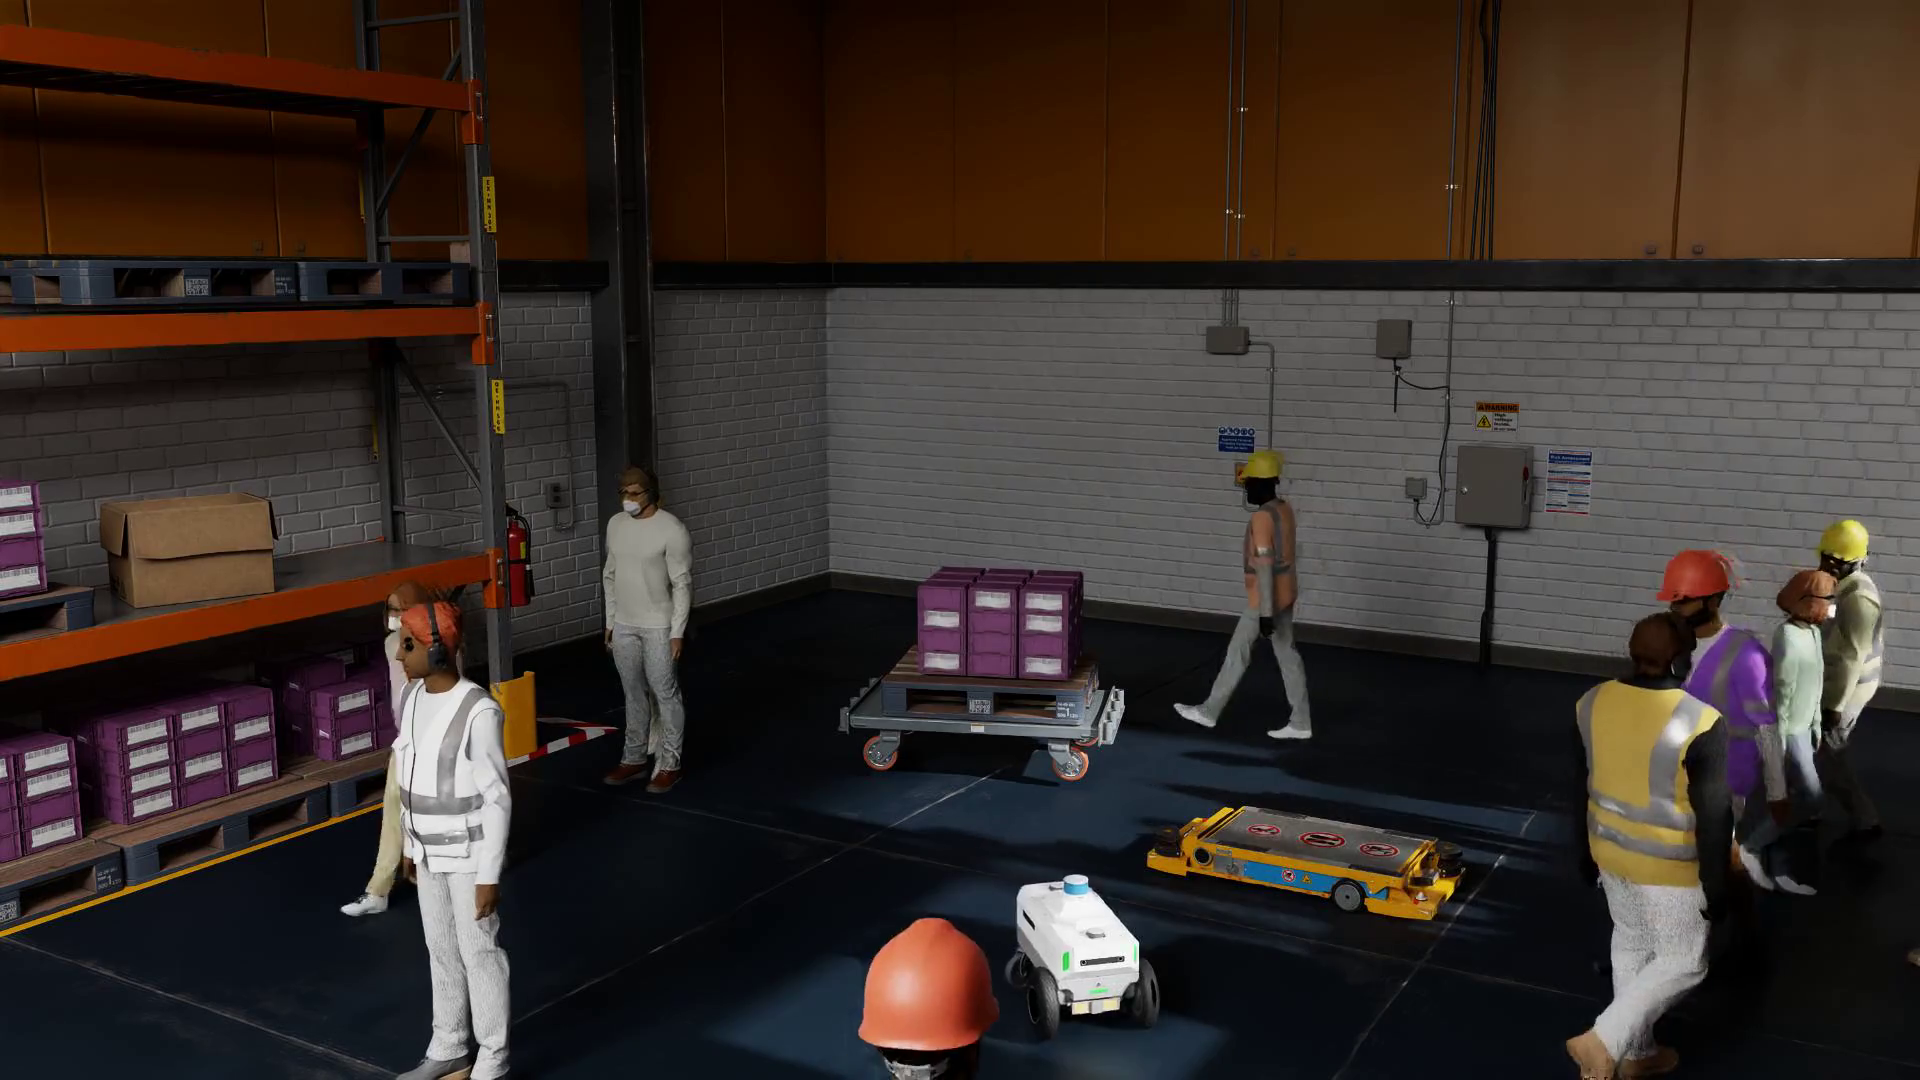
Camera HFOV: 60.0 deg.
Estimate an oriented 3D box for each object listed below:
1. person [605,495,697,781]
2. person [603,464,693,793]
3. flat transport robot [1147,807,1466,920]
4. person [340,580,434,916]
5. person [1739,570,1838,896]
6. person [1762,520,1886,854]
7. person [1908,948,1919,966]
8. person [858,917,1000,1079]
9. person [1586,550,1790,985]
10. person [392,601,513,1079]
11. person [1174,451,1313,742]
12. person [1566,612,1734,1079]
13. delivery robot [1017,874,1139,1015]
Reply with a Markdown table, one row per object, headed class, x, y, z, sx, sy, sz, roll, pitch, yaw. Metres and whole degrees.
| class | x | y | z | sx | sy | sz | roll | pitch | yaw |
| --- | --- | --- | --- | --- | --- | --- | --- | --- | --- |
| person | -1.893 | 0.515 | 10.177 | 0.531 | 1.808 | 0.971 | 0 | 9 | -1 |
| person | -1.843 | 0.510 | 9.760 | 0.627 | 1.938 | 0.370 | 5 | 11 | 31 |
| flat transport robot | 1.722 | 1.575 | 8.297 | 1.431 | 0.197 | 0.652 | 5 | 11 | 30 |
| person | -2.566 | 0.968 | 7.983 | 0.511 | 1.582 | 0.864 | 6 | 11 | 33 |
| person | 4.062 | 0.942 | 8.045 | 0.343 | 1.618 | 0.521 | 7 | 12 | 39 |
| person | 4.591 | 0.760 | 8.700 | 0.461 | 1.789 | 0.639 | 2 | 9 | 13 |
| person | 4.552 | 0.944 | 6.986 | 0.779 | 1.965 | 0.645 | 4 | 10 | 22 |
| person | -0.064 | 1.619 | 2.894 | 0.562 | 1.918 | 0.554 | 4 | 10 | 23 |
| person | 3.063 | 0.981 | 6.972 | 0.971 | 1.885 | 0.573 | -2 | 9 | -13 |
| person | -1.835 | 1.140 | 6.002 | 0.575 | 1.882 | 0.360 | 8 | 12 | 41 |
| person | 1.894 | 0.361 | 10.828 | 0.963 | 1.881 | 0.616 | 5 | 11 | 30 |
| person | 2.471 | 1.163 | 6.046 | 0.639 | 1.820 | 0.635 | -4 | 10 | -25 |
| delivery robot | 0.476 | 1.621 | 6.837 | 0.477 | 0.478 | 0.707 | -2 | 9 | -13 |
